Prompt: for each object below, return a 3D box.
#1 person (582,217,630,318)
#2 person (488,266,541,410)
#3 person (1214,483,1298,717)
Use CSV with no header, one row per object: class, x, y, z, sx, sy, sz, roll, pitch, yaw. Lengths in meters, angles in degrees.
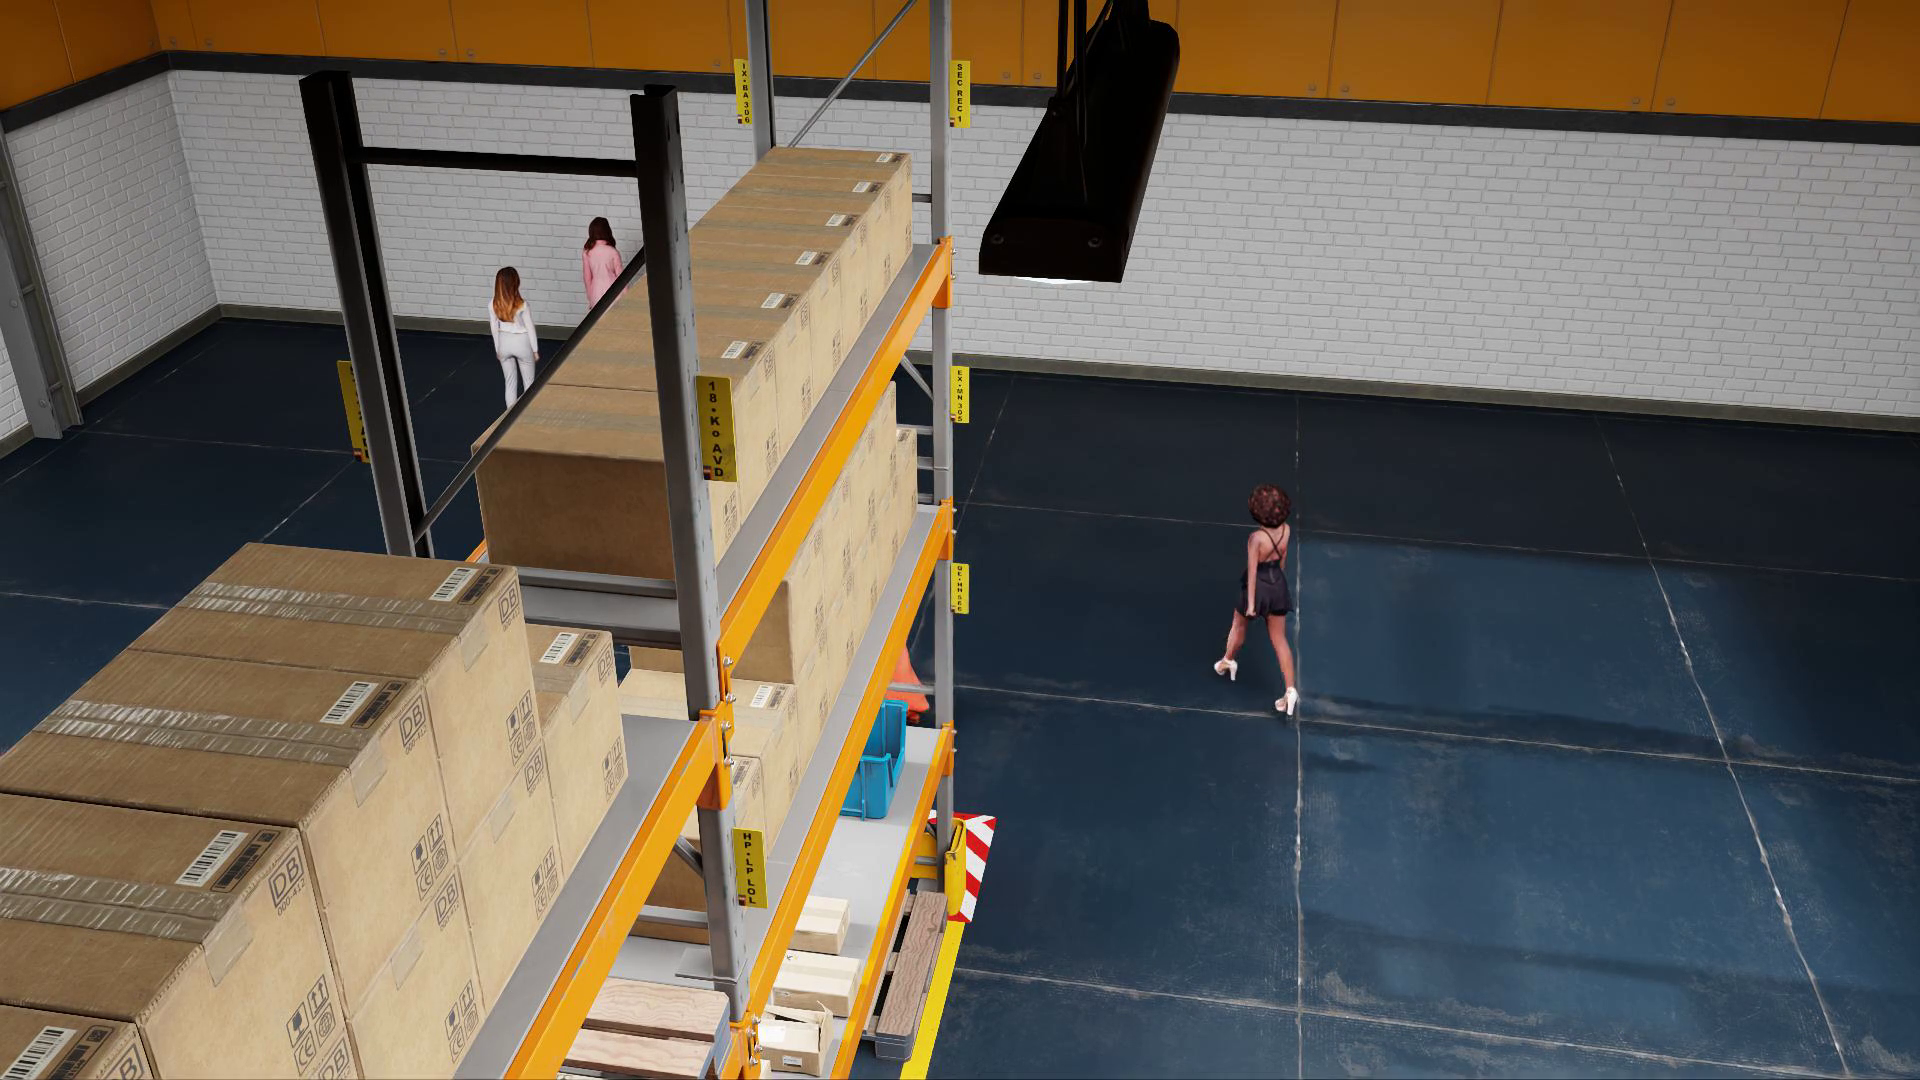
person,-3.677,-2.482,17.341,0.611,1.803,0.515,4,29,7
person,-4.301,-1.801,16.128,0.599,1.768,0.554,2,29,4
person,2.259,0.463,12.003,1.005,1.744,1.149,-15,32,-25
